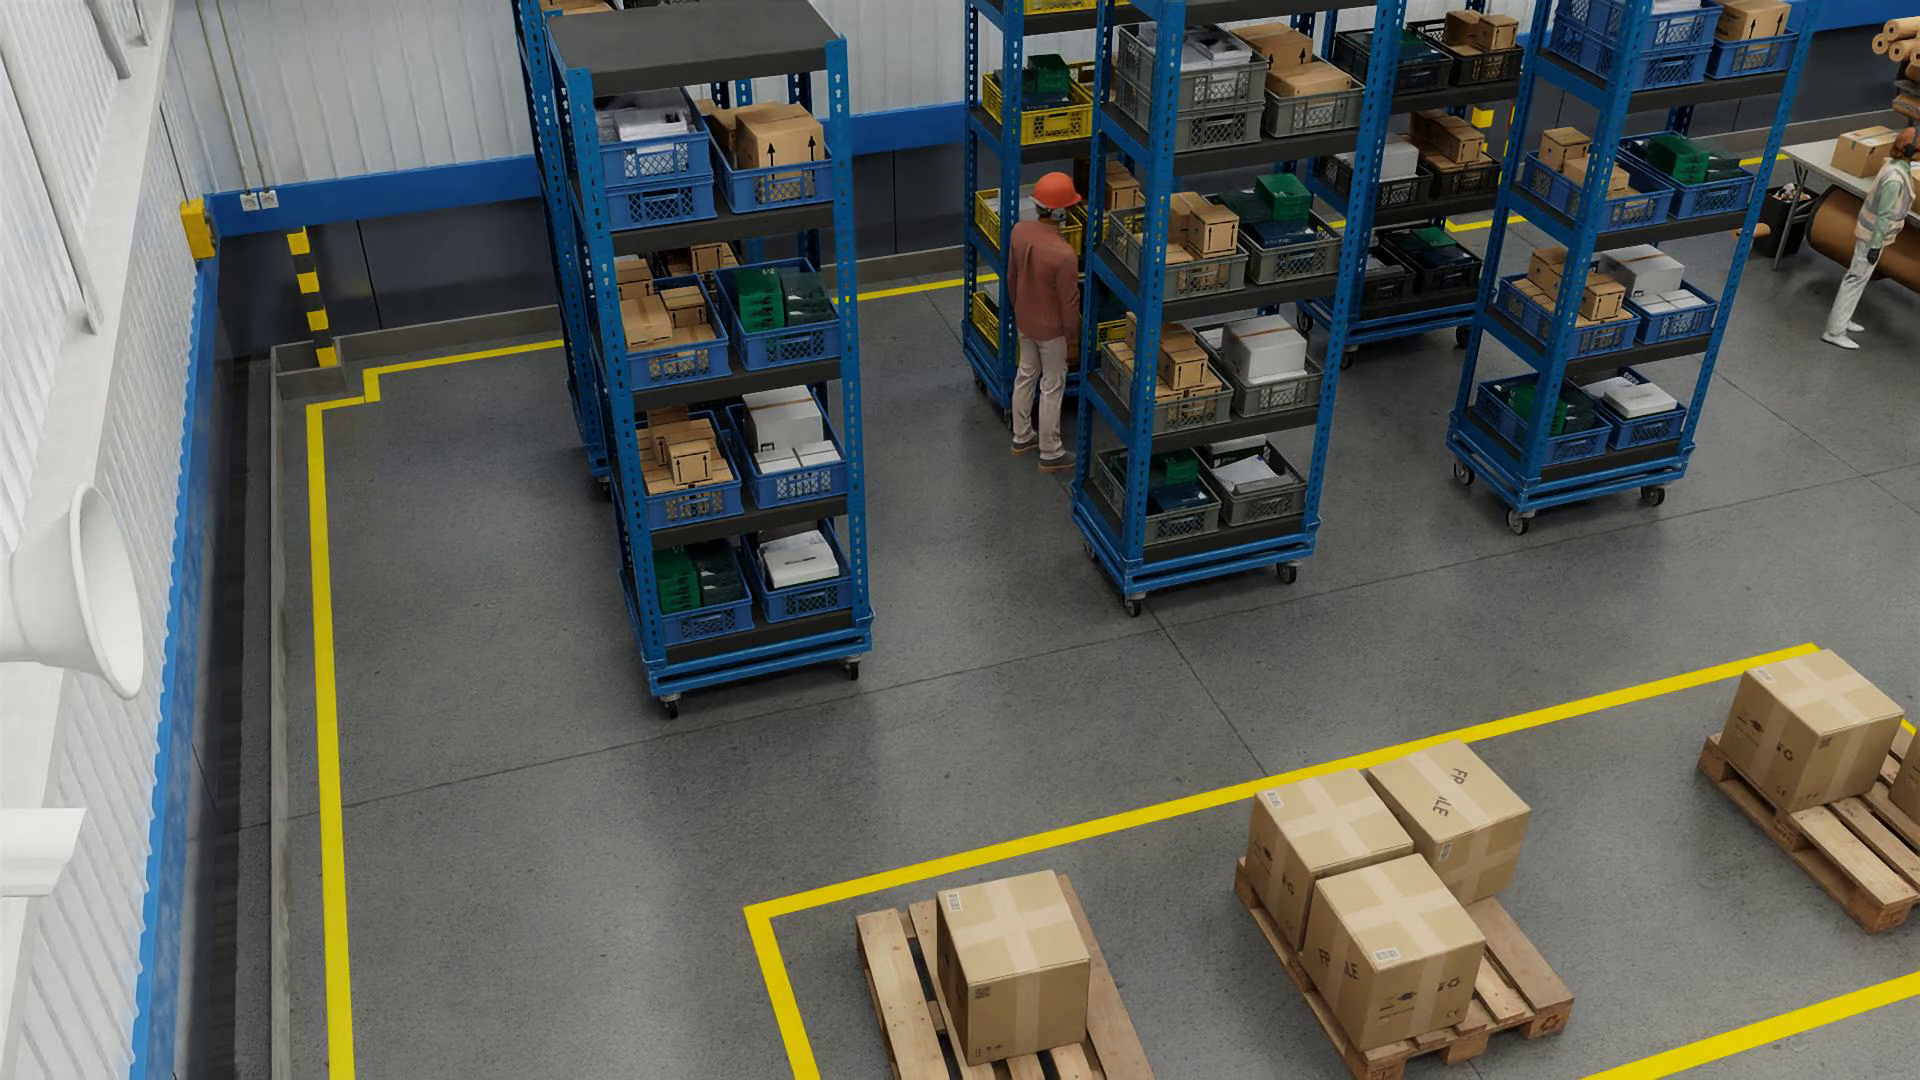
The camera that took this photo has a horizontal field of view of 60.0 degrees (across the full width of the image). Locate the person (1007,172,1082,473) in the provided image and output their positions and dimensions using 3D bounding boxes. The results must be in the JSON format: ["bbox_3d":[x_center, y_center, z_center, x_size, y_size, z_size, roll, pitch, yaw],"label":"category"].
[{"bbox_3d":[0.553,-1.370,10.490,0.390,1.992,0.624,-23,41,-29],"label":"person"}]

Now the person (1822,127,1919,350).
[{"bbox_3d":[6.577,-2.173,11.940,0.311,1.632,0.518,17,39,23],"label":"person"}]
